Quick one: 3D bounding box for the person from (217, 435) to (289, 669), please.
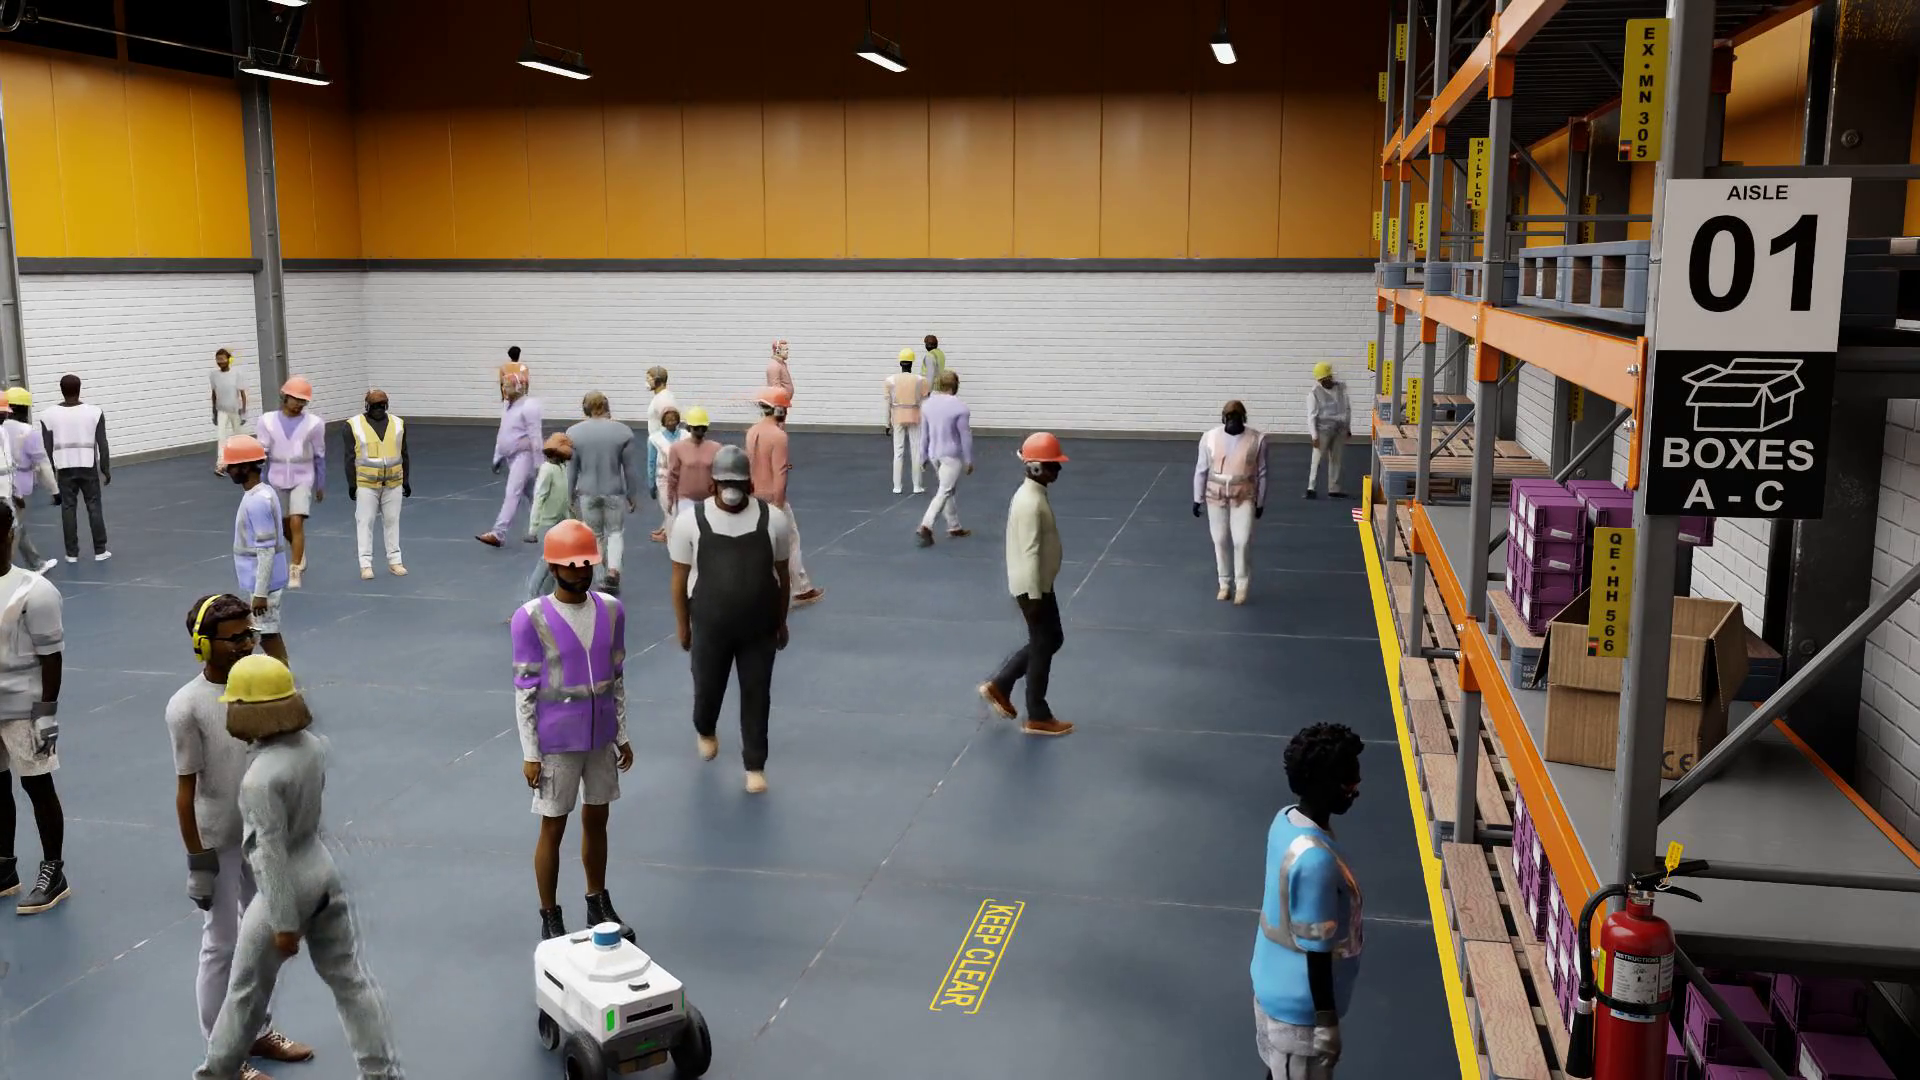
[{"bbox_3d":[-4.605,0.273,10.889,0.376,1.933,0.551,-4,10,-21],"label":"person"}]

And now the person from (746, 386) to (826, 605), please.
[{"bbox_3d":[-1.589,-0.375,14.721,0.898,1.952,0.633,-9,13,-42],"label":"person"}]

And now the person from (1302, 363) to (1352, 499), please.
[{"bbox_3d":[4.764,-1.392,21.410,0.658,1.779,0.406,-4,10,-23],"label":"person"}]

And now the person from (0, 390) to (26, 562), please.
[{"bbox_3d":[-8.766,-0.409,15.090,0.467,1.910,0.542,0,9,-2],"label":"person"}]

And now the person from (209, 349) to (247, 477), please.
[{"bbox_3d":[-10.537,-1.838,23.960,0.545,1.816,0.970,-1,9,-5],"label":"person"}]

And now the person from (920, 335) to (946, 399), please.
[{"bbox_3d":[-0.473,-2.562,28.265,0.430,1.840,0.621,3,10,19],"label":"person"}]

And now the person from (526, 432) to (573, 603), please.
[{"bbox_3d":[-3.509,-0.121,14.234,0.409,1.604,0.585,1,9,7],"label":"person"}]

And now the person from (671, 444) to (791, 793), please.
[{"bbox_3d":[-1.315,0.423,9.664,0.685,2.000,0.675,-2,10,-14],"label":"person"}]

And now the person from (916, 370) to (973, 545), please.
[{"bbox_3d":[-0.189,-0.902,18.103,0.640,1.906,0.969,8,12,41],"label":"person"}]

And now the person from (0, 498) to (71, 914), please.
[{"bbox_3d":[-4.481,0.770,7.799,0.606,1.966,0.367,2,10,13],"label":"person"}]

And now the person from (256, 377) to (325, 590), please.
[{"bbox_3d":[-6.346,-0.573,15.850,0.611,1.992,0.951,-2,10,-12],"label":"person"}]

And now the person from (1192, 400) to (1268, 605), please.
[{"bbox_3d":[2.393,-0.330,14.859,0.635,1.823,0.672,3,10,19],"label":"person"}]

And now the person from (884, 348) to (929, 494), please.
[{"bbox_3d":[-0.703,-1.563,21.973,0.592,1.926,0.366,0,9,0],"label":"person"}]

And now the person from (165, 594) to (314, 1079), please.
[{"bbox_3d":[-2.656,1.105,6.114,0.332,1.866,0.515,2,10,12],"label":"person"}]

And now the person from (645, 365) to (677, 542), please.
[{"bbox_3d":[-3.254,-0.947,18.225,0.353,1.937,0.635,-2,10,-11],"label":"person"}]

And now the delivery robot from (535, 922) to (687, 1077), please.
[{"bbox_3d":[-1.321,1.684,6.256,0.477,0.478,0.707,-7,12,-36],"label":"delivery robot"}]

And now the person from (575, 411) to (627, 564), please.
[{"bbox_3d":[-3.620,-0.536,16.736,0.506,1.615,0.348,1,9,6],"label":"person"}]

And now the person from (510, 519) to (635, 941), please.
[{"bbox_3d":[-1.677,0.866,7.310,0.545,1.938,0.360,-9,13,-44],"label":"person"}]

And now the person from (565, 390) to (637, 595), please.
[{"bbox_3d":[-3.245,-0.403,15.065,0.638,1.911,0.565,-3,10,-15],"label":"person"}]

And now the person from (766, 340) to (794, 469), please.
[{"bbox_3d":[-2.668,-2.012,24.735,0.402,1.911,0.639,0,9,-1],"label":"person"}]

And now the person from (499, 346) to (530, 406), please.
[{"bbox_3d":[-7.524,-2.436,28.049,0.530,1.669,0.818,0,9,2],"label":"person"}]

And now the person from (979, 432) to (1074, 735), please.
[{"bbox_3d":[0.452,0.285,10.687,0.521,1.975,0.637,1,9,6],"label":"person"}]

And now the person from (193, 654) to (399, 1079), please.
[{"bbox_3d":[-2.409,1.232,5.818,0.863,1.704,0.501,1,9,6],"label":"person"}]

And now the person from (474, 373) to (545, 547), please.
[{"bbox_3d":[-4.833,-0.852,17.872,0.964,1.857,0.677,-7,12,-38],"label":"person"}]

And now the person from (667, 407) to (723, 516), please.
[{"bbox_3d":[-2.422,-0.373,15.428,0.544,1.714,0.974,-4,10,-24],"label":"person"}]

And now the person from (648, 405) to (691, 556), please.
[{"bbox_3d":[-2.941,-0.579,16.975,0.508,1.611,0.705,-5,11,-26],"label":"person"}]

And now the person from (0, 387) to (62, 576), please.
[{"bbox_3d":[-8.861,-0.497,15.697,0.637,1.871,0.964,2,10,13],"label":"person"}]

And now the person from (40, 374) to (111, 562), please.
[{"bbox_3d":[-9.004,-0.727,16.970,0.597,1.914,0.369,-4,10,-24],"label":"person"}]

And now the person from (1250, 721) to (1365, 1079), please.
[{"bbox_3d":[1.039,1.371,4.990,0.321,1.696,0.530,0,9,2],"label":"person"}]

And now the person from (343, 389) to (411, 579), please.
[{"bbox_3d":[-5.633,-0.549,16.137,0.621,1.839,0.429,-7,12,-36],"label":"person"}]
